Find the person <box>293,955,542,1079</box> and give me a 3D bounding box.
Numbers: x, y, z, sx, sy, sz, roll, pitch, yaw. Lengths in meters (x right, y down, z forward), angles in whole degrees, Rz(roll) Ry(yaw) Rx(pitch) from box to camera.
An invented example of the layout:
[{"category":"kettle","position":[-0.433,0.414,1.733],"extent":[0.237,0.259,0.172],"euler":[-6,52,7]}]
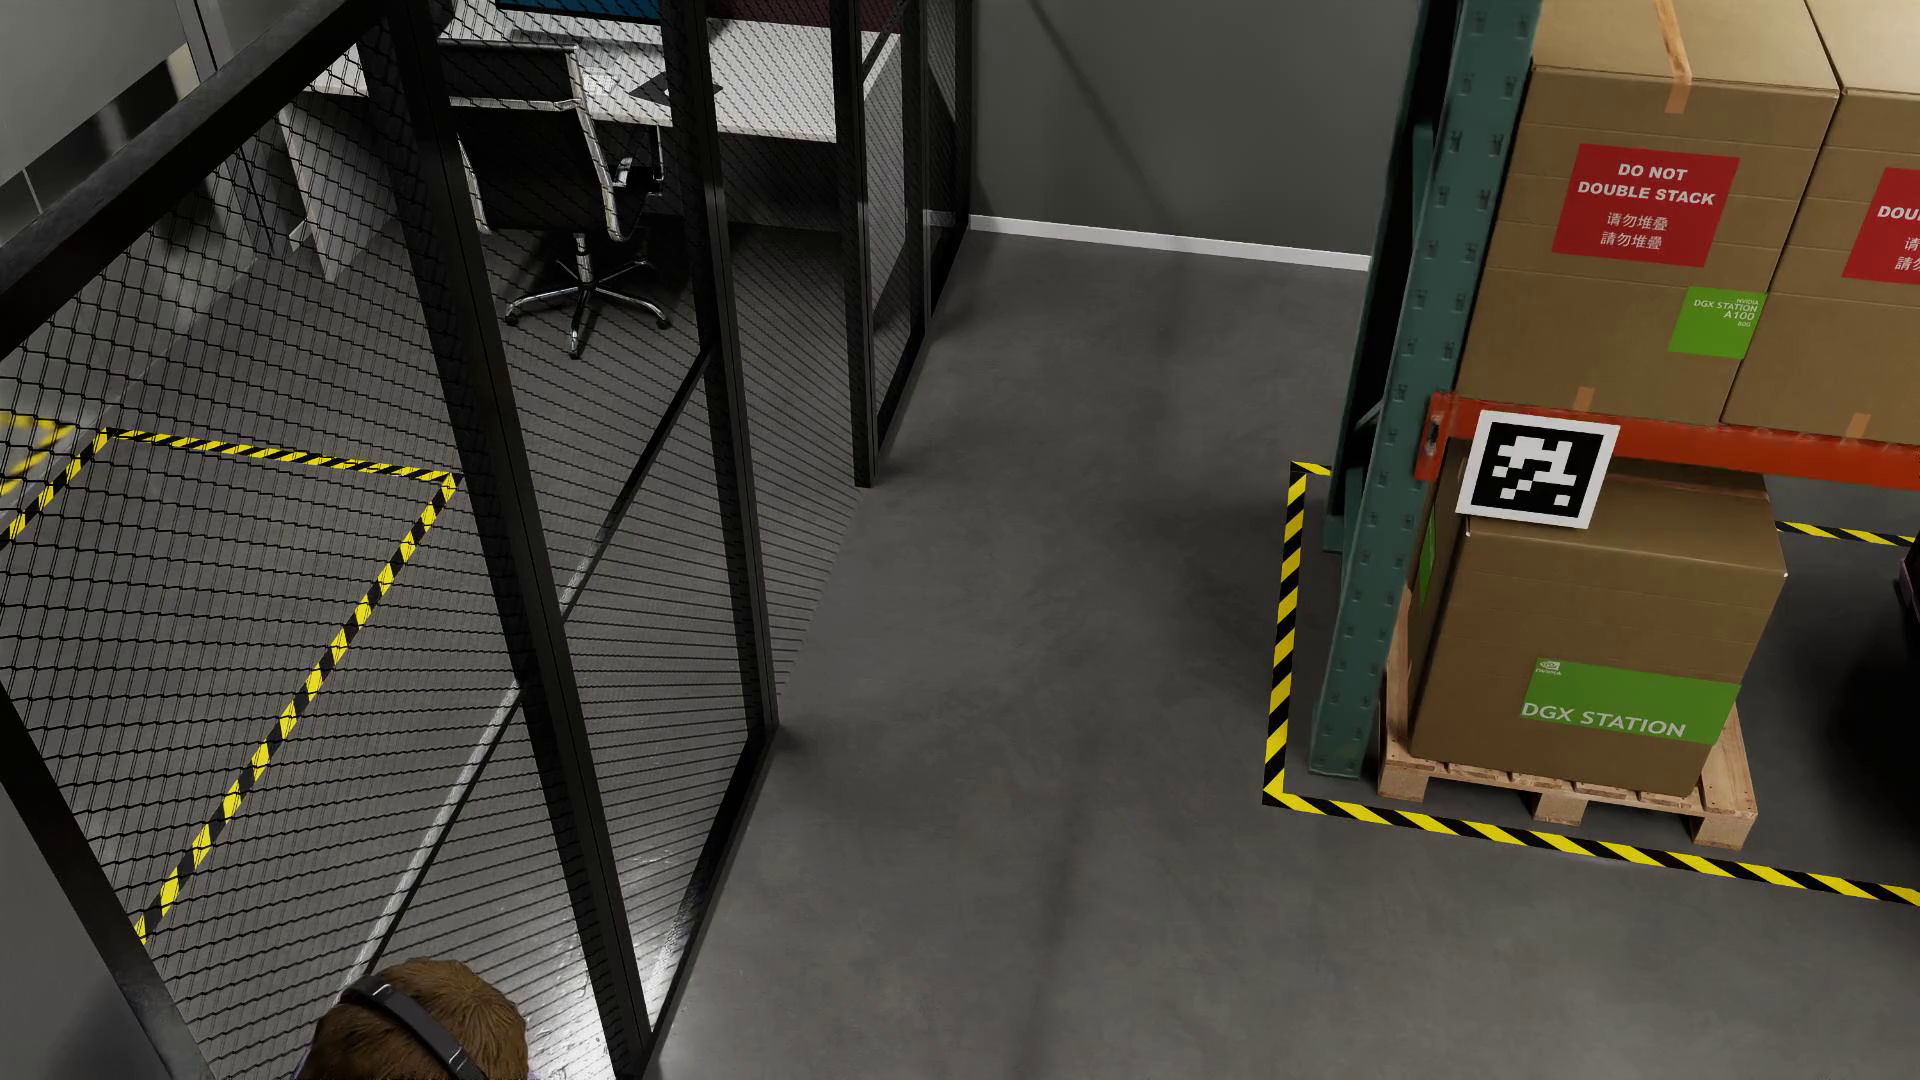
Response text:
[{"category":"person","position":[-0.518,1.155,2.168],"extent":[0.627,1.940,0.372],"euler":[19,44,21]}]
